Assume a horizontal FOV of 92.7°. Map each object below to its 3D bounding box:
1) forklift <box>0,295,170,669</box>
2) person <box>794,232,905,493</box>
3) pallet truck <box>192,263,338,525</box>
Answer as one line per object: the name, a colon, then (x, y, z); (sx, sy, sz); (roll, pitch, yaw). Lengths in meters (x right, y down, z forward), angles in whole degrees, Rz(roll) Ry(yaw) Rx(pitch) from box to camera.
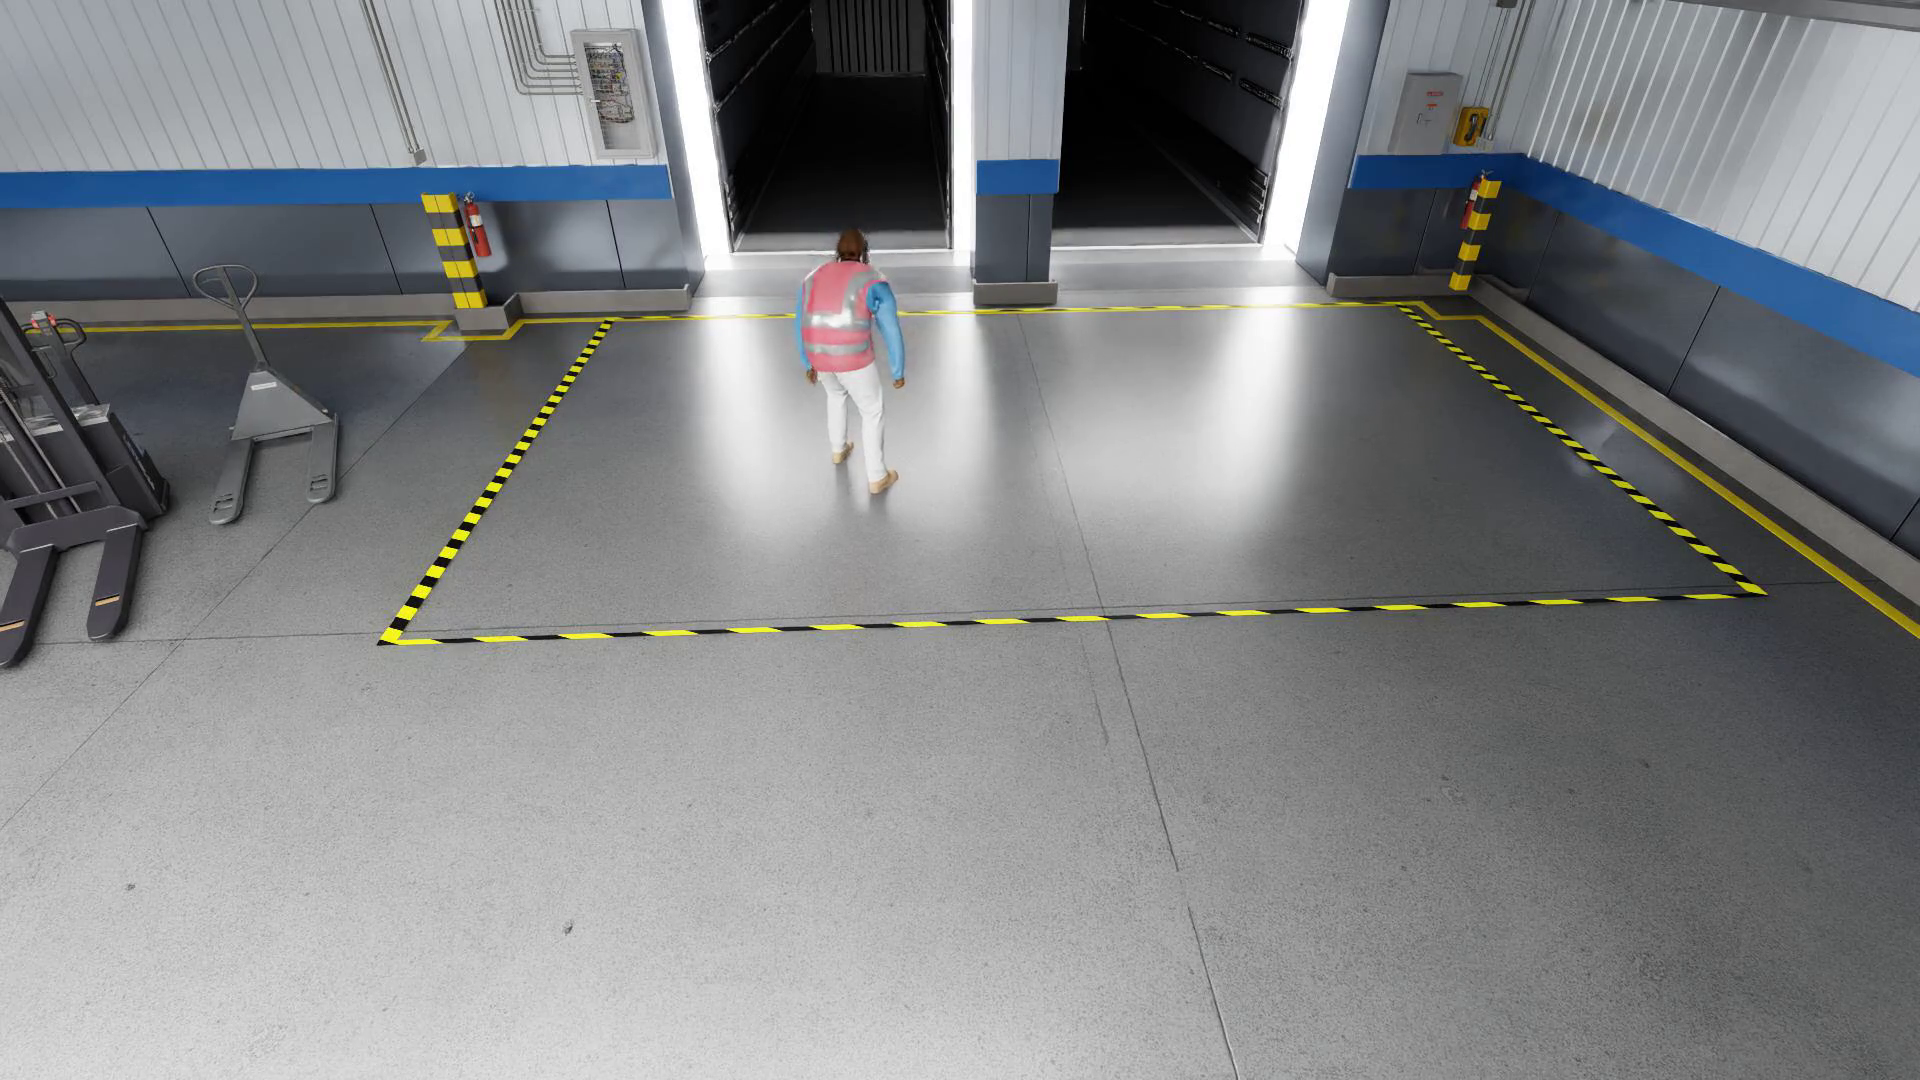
forklift: (-5.212, -0.618, 4.878); (0.823, 1.965, 1.885); (-20, 39, -26)
person: (-0.724, -1.202, 6.138); (0.817, 1.537, 0.785); (16, 38, 22)
pallet truck: (-4.778, -1.027, 6.128); (0.680, 1.201, 1.601); (-17, 38, -23)
